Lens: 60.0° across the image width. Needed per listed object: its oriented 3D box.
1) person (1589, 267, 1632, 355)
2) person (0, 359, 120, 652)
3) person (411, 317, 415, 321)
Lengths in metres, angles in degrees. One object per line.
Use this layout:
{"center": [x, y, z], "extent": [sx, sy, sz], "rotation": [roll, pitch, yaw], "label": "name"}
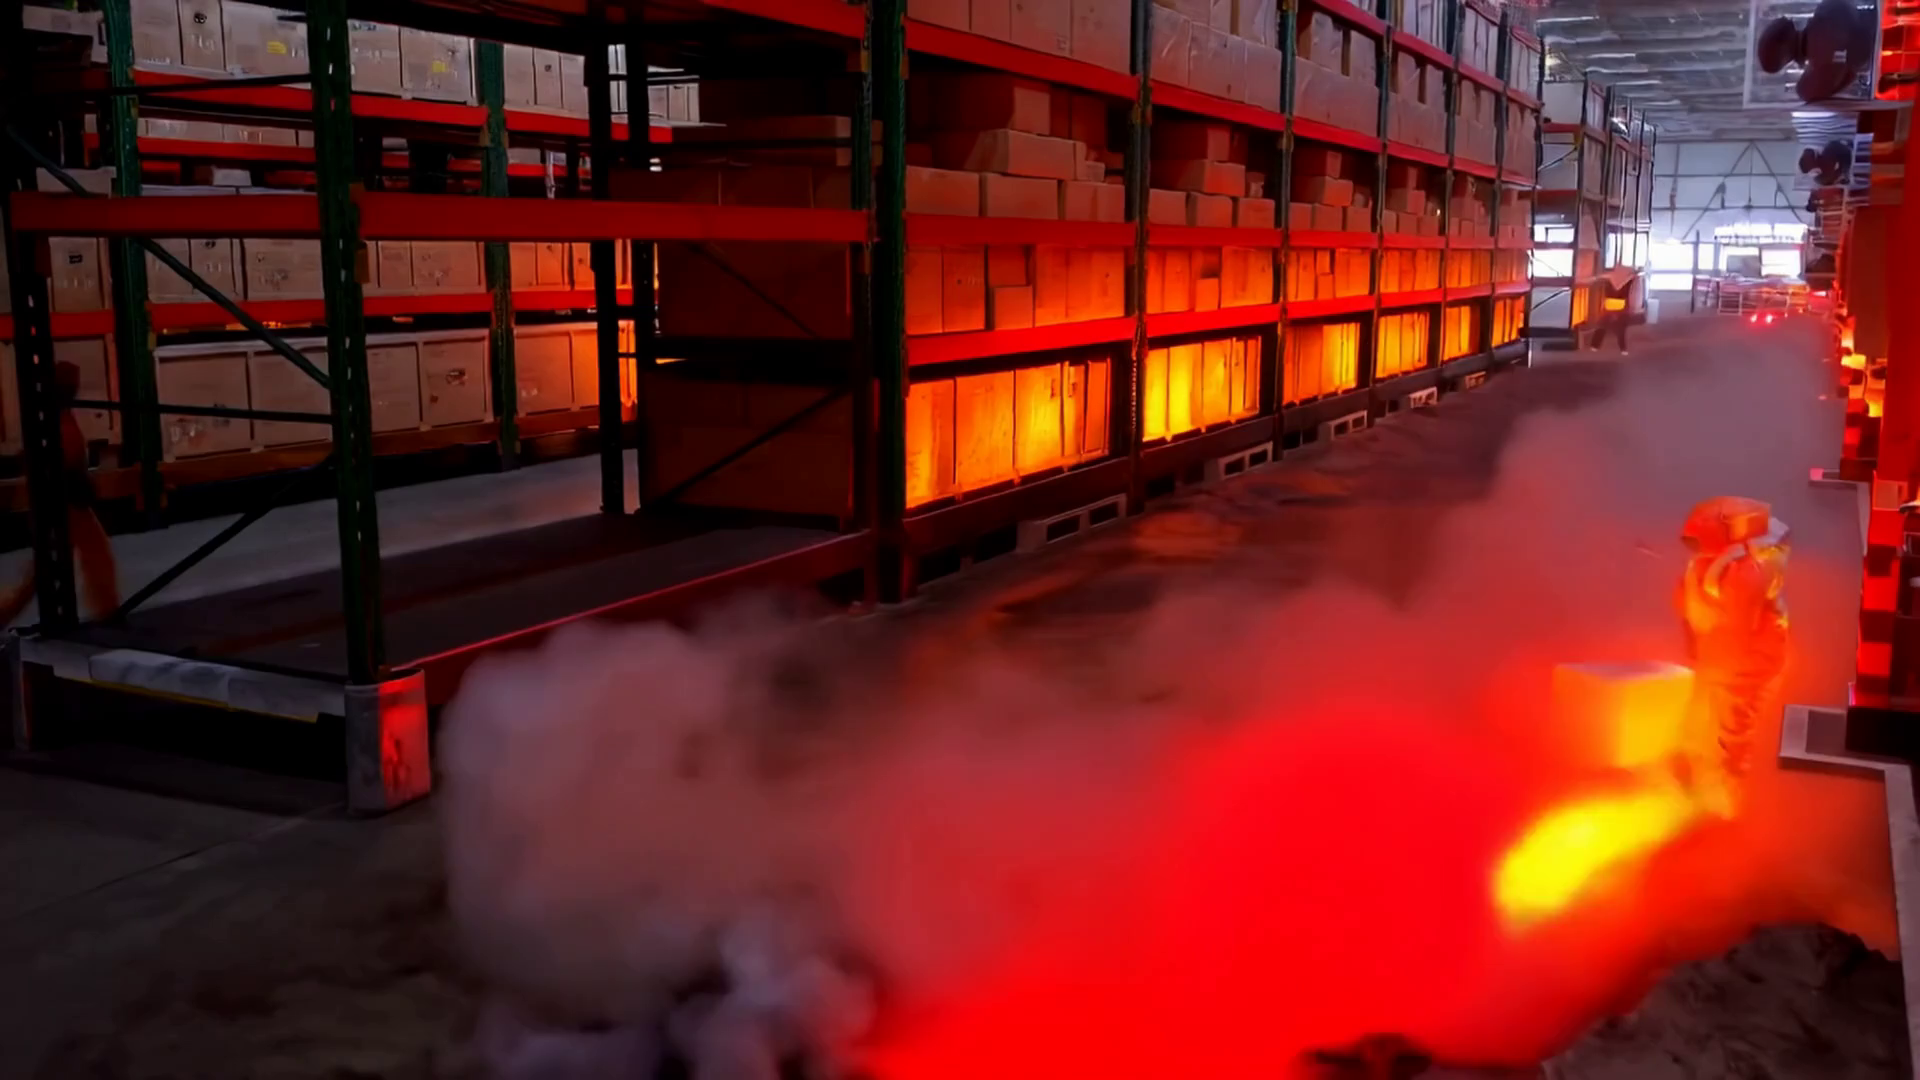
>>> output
{"center": [14.005, -4.905, 35.672], "extent": [0.794, 1.879, 0.544], "rotation": [3, 10, 18], "label": "person"}
{"center": [-4.983, -0.185, 9.105], "extent": [0.785, 1.607, 0.514], "rotation": [-1, 10, -8], "label": "person"}
{"center": [-9.967, -4.053, 31.031], "extent": [0.523, 1.769, 0.314], "rotation": [-3, 10, -18], "label": "person"}
